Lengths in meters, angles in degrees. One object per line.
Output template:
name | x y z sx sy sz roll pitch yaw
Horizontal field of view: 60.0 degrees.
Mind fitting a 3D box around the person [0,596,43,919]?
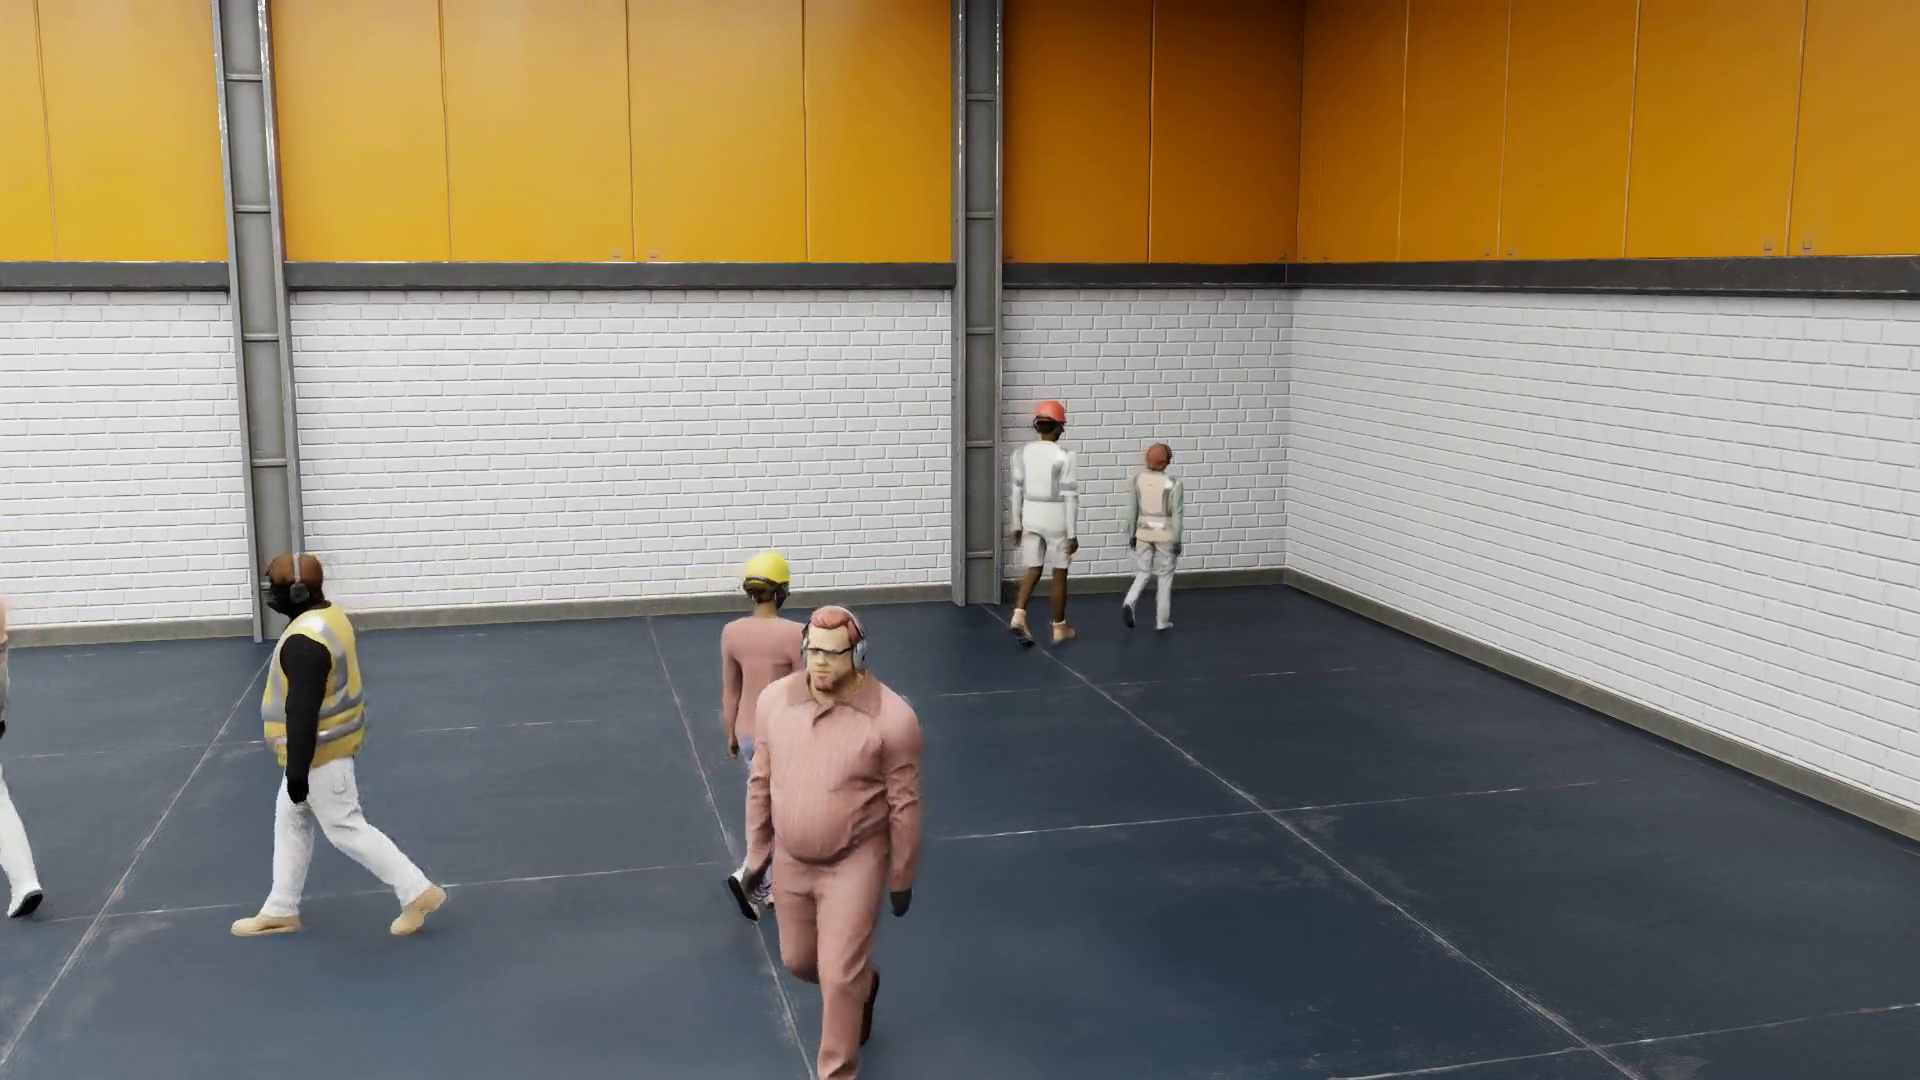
person | -4.722 0.850 7.826 0.947 1.889 0.588 7 11 36

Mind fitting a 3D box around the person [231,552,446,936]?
person | -2.842 0.937 7.550 0.928 1.809 0.637 -2 9 -12

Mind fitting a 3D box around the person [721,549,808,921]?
person | -0.918 0.919 7.790 0.528 1.749 0.578 6 11 32

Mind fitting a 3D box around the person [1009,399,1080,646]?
person | 0.672 -0.124 13.476 0.619 2.028 0.753 6 11 35

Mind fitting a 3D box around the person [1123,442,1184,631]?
person | 1.627 -0.009 14.019 0.515 1.622 0.542 6 11 33

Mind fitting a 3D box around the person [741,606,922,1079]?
person | -0.444 1.139 6.041 0.645 1.879 0.819 4 10 24
